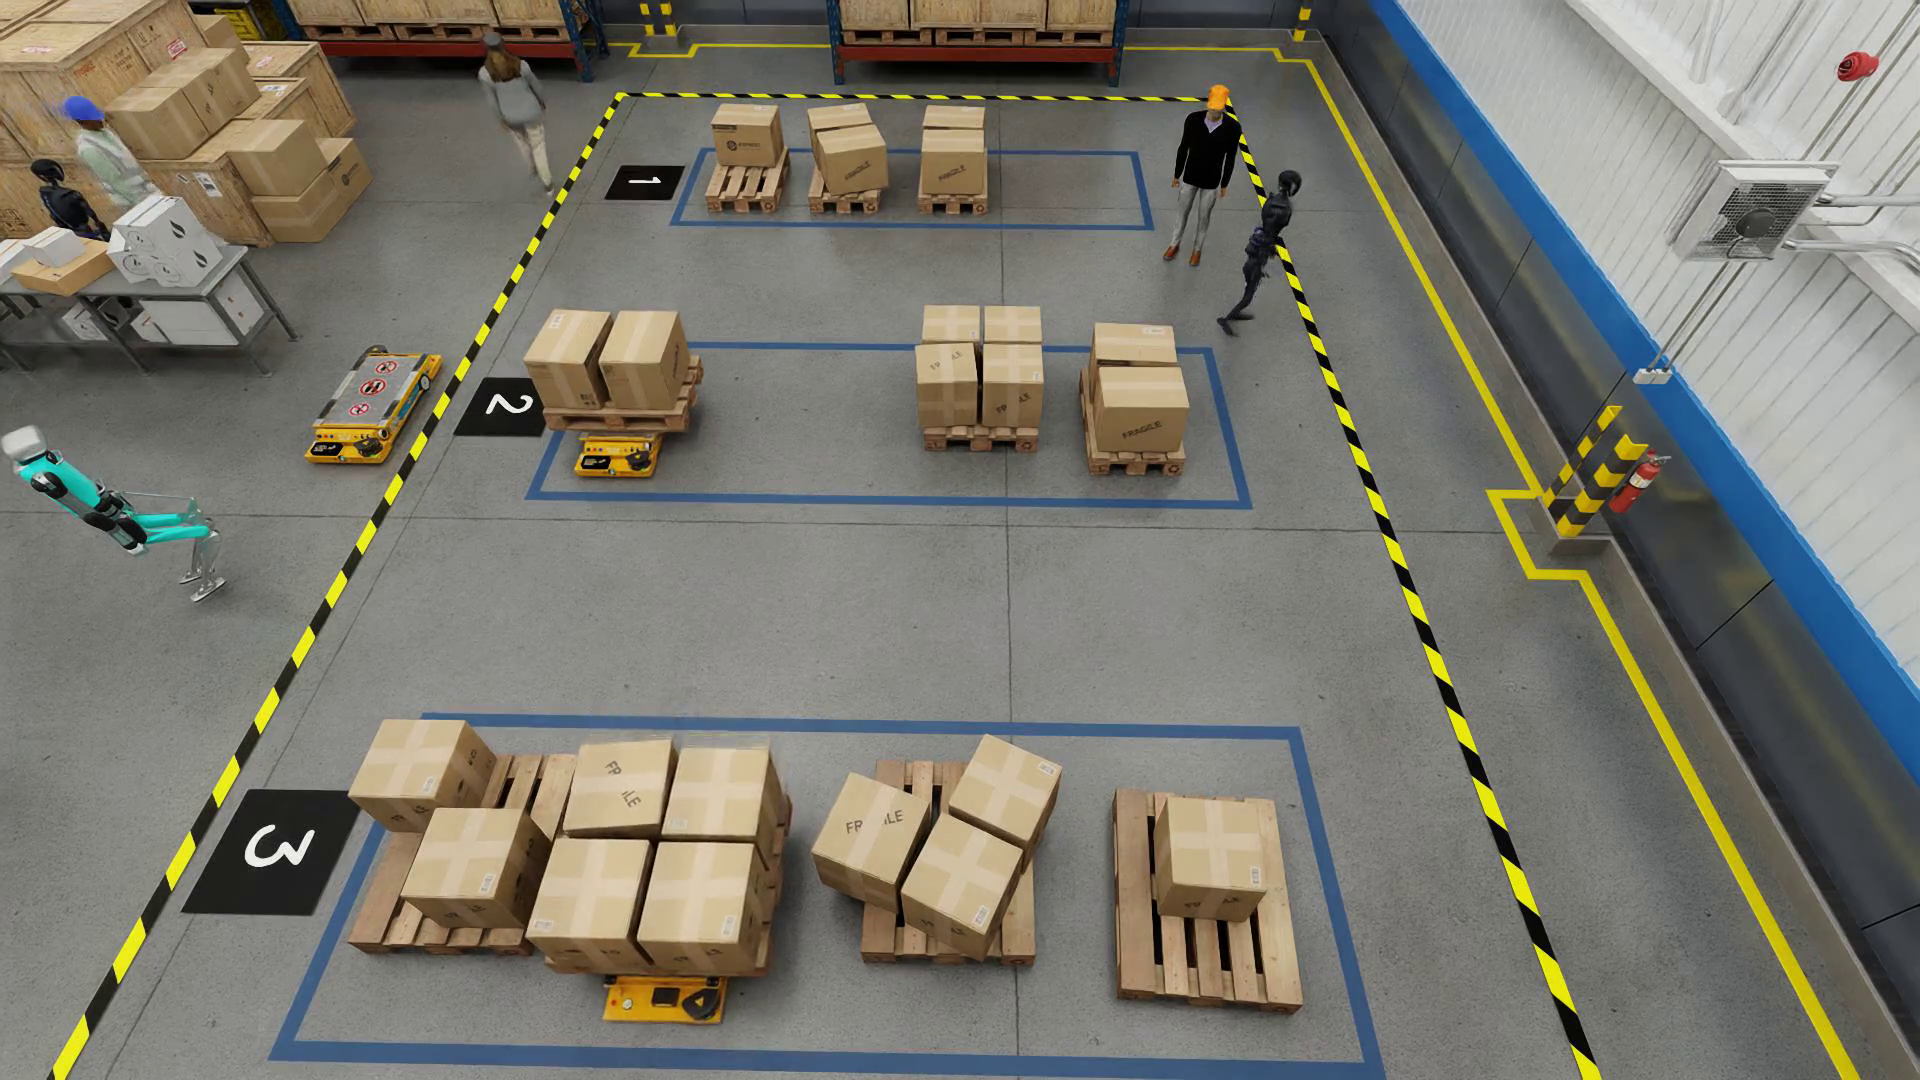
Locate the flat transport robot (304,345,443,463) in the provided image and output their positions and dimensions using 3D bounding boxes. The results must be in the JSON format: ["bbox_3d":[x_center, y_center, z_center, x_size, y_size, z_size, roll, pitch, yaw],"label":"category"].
[{"bbox_3d":[-5.383,-1.269,8.441,0.659,0.231,1.431,1,50,1],"label":"flat transport robot"}]

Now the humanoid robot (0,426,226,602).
[{"bbox_3d":[-5.798,-0.231,6.514,0.735,1.675,0.533,-36,58,-26],"label":"humanoid robot"}]

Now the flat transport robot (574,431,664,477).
[{"bbox_3d":[-2.985,-1.151,8.323,0.652,0.197,1.431,1,50,1],"label":"flat transport robot"}]

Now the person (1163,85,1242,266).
[{"bbox_3d":[2.490,-3.737,9.471,0.591,1.882,0.374,19,52,16],"label":"person"}]

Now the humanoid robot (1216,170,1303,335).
[{"bbox_3d":[2.849,-2.741,8.768,0.411,1.646,0.587,21,53,17],"label":"humanoid robot"}]

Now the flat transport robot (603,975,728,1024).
[{"bbox_3d":[-1.662,2.118,5.556,0.652,0.197,1.431,1,50,1],"label":"flat transport robot"}]

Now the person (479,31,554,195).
[{"bbox_3d":[-5.090,-4.995,10.637,0.565,1.727,0.902,-11,51,-9],"label":"person"}]

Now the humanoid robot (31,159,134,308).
[{"bbox_3d":[-8.407,-2.869,8.887,0.597,1.629,0.584,11,51,9],"label":"humanoid robot"}]

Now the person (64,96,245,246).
[{"bbox_3d":[-8.280,-3.549,9.315,0.839,1.900,0.636,-10,50,-8],"label":"person"}]
